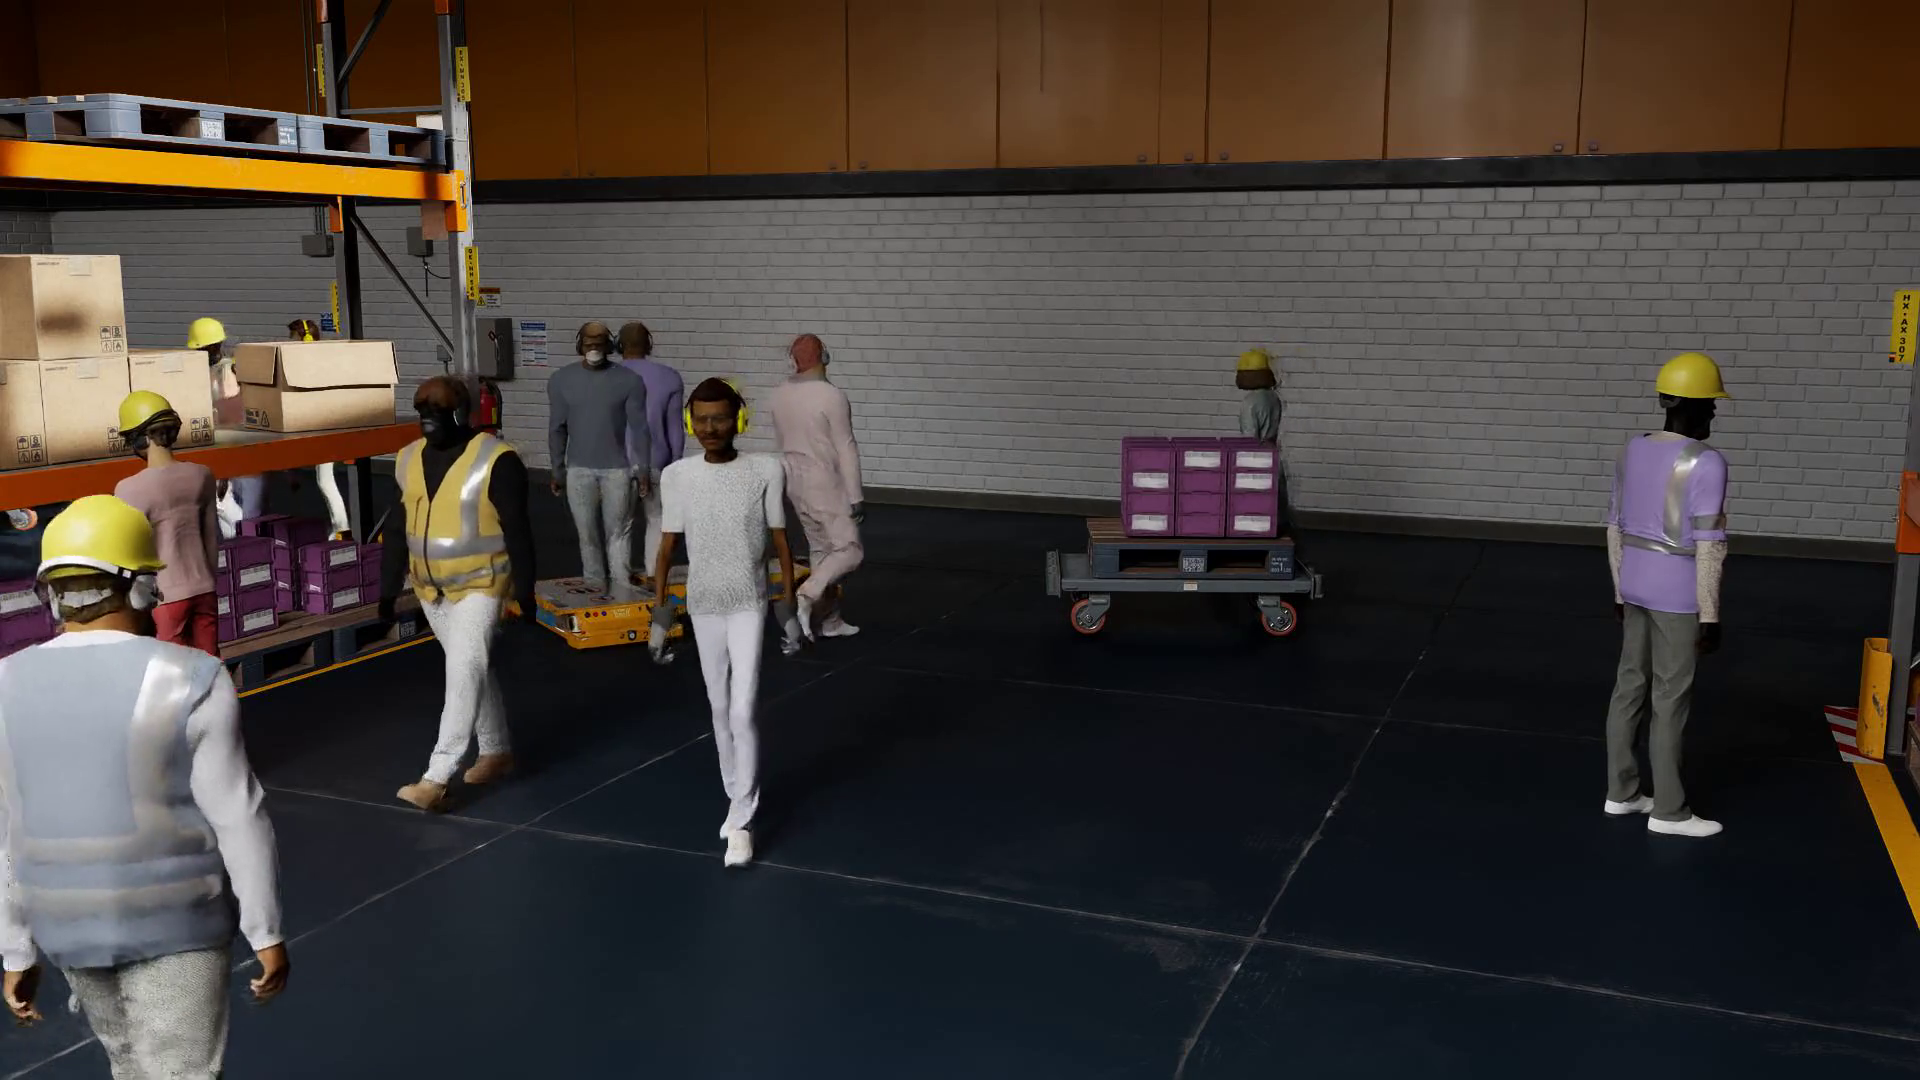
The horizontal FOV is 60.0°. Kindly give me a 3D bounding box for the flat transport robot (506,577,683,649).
[{"bbox_3d":[-2.316,0.423,10.427,0.652,0.197,1.431,-6,11,-31],"label":"flat transport robot"}]

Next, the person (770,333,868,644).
[{"bbox_3d":[-0.832,-0.292,9.906,0.643,1.877,0.668,-8,12,-41],"label":"person"}]

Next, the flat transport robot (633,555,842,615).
[{"bbox_3d":[-1.581,0.297,11.192,1.431,0.197,0.652,-6,11,-31],"label":"flat transport robot"}]

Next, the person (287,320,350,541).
[{"bbox_3d":[-5.094,-0.820,13.250,0.387,1.841,0.524,-6,11,-30],"label":"person"}]

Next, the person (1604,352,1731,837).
[{"bbox_3d":[2.844,0.215,6.677,0.385,1.928,0.589,-3,10,-16],"label":"person"}]

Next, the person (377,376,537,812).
[{"bbox_3d":[-2.191,0.223,7.003,0.660,1.798,0.922,4,10,24],"label":"person"}]

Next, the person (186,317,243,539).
[{"bbox_3d":[-5.418,-0.691,12.248,0.539,1.894,0.594,-8,12,-40],"label":"person"}]

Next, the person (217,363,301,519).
[{"bbox_3d":[-4.770,-0.422,11.146,0.506,1.719,0.874,6,11,31],"label":"person"}]

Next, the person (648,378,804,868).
[{"bbox_3d":[-0.926,0.310,6.353,0.569,1.837,0.816,1,9,8],"label":"person"}]

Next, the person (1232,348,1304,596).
[{"bbox_3d":[2.016,-0.471,11.546,0.901,1.698,0.504,8,12,40],"label":"person"}]

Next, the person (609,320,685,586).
[{"bbox_3d":[-2.122,-0.469,10.882,0.647,1.915,0.475,-2,10,-11],"label":"person"}]

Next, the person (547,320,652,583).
[{"bbox_3d":[-2.309,-0.445,10.681,0.648,1.924,0.459,-1,9,-7],"label":"person"}]

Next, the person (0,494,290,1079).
[{"bbox_3d":[-1.751,0.817,3.440,0.618,1.796,0.791,1,9,4],"label":"person"}]

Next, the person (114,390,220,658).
[{"bbox_3d":[-3.308,0.256,6.948,0.328,1.760,0.524,3,10,17],"label":"person"}]
